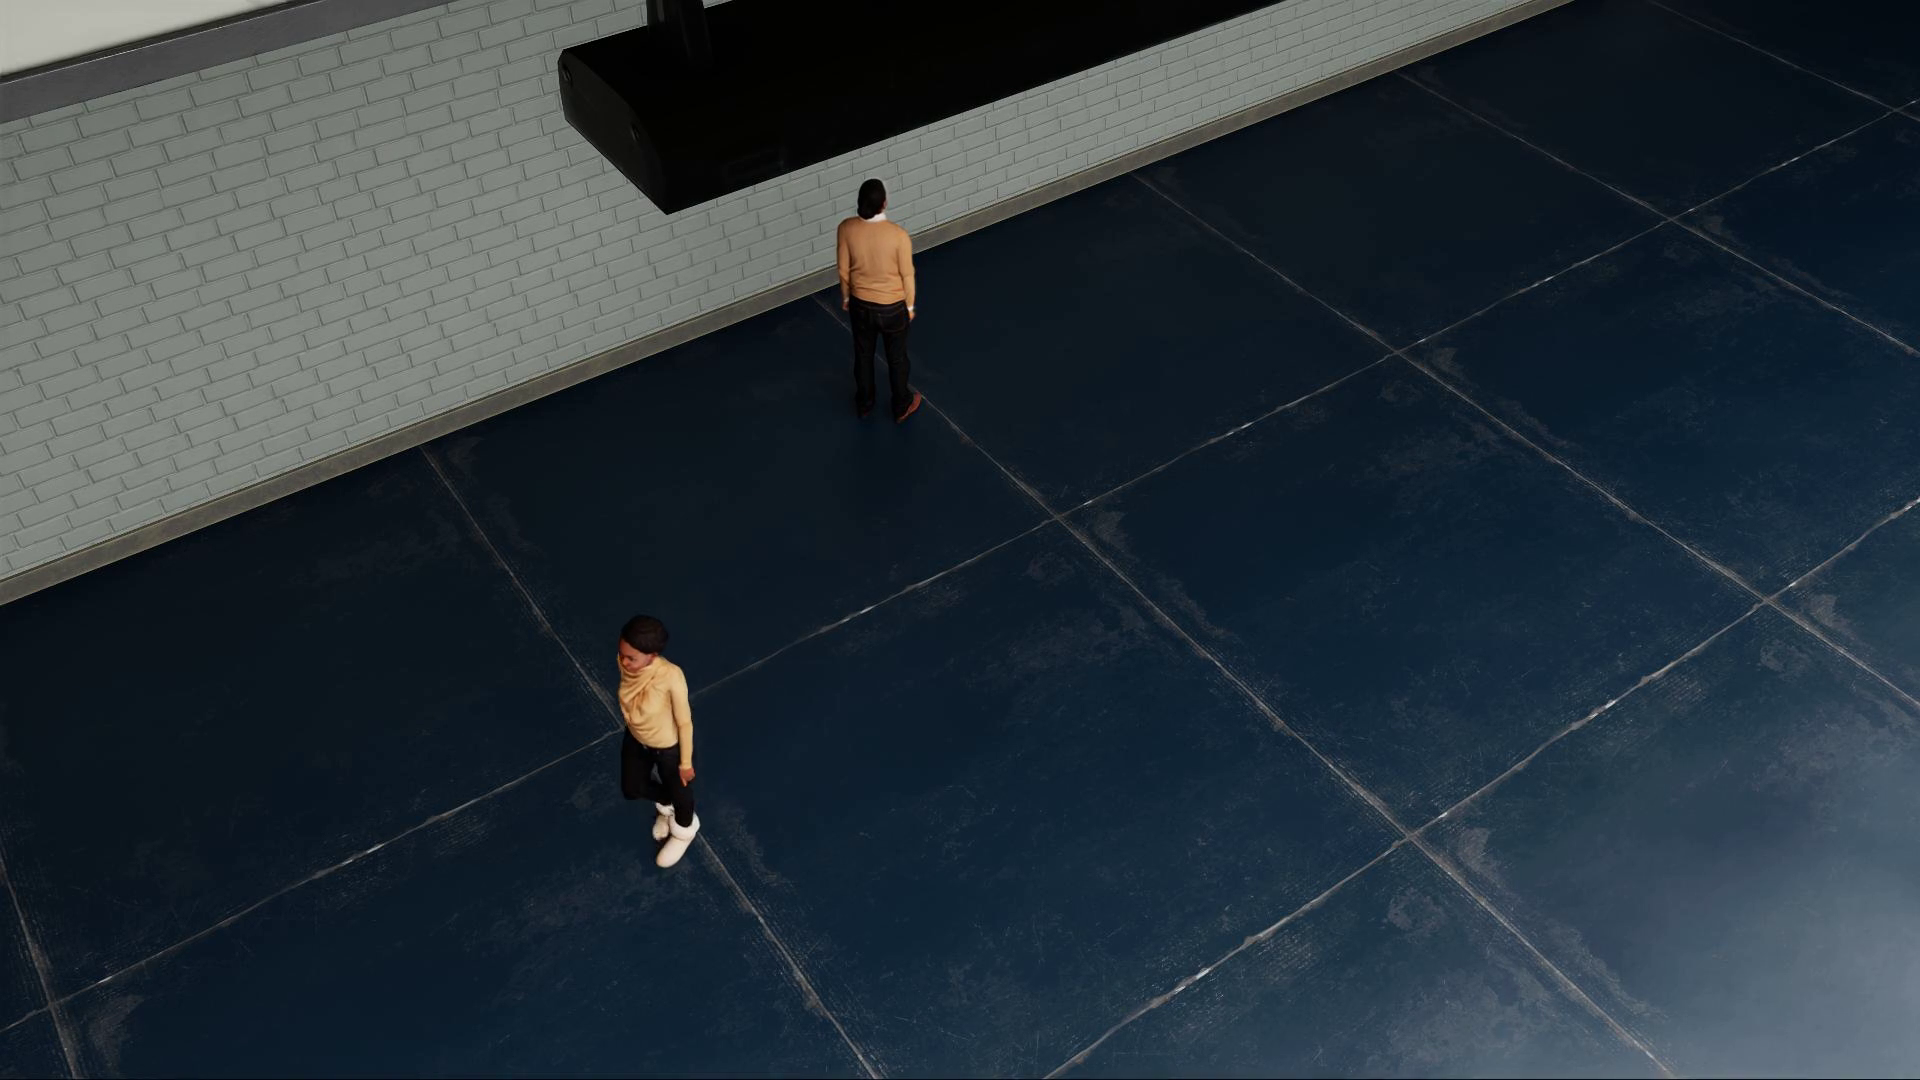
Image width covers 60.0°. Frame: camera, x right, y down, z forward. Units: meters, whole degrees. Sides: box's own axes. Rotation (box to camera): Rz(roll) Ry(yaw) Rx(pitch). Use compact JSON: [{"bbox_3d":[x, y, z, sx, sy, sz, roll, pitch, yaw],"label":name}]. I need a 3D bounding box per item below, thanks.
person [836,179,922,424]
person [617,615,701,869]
[{"bbox_3d":[-0.520,-1.505,10.567,0.738,1.754,0.818,12,44,12],"label":"person"},{"bbox_3d":[-1.410,0.917,8.046,0.663,1.655,0.764,24,48,23],"label":"person"}]
